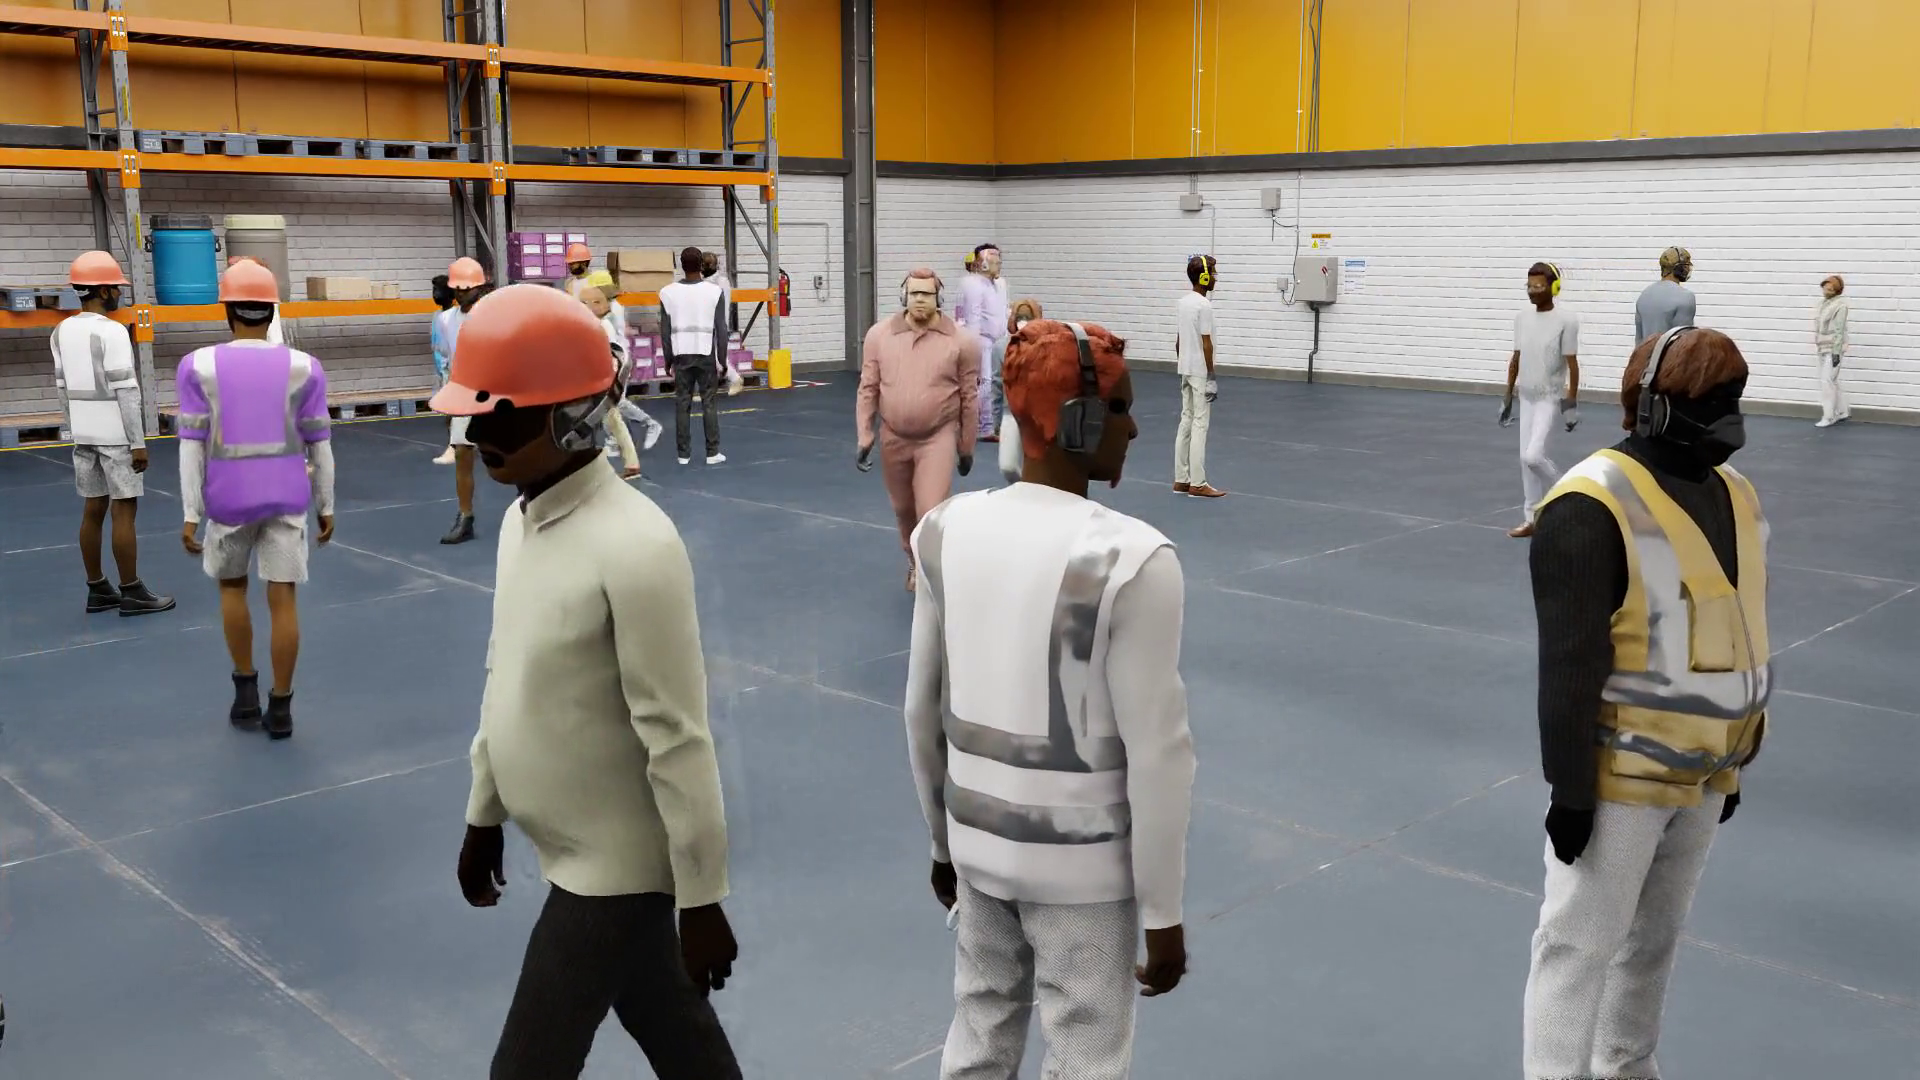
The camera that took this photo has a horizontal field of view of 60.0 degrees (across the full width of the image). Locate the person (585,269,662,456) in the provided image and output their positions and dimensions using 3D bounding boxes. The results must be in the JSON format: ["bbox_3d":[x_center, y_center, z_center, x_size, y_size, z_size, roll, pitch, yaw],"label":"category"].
[{"bbox_3d":[-3.099,-1.608,15.186,0.612,1.717,0.508,-7,13,-34],"label":"person"}]

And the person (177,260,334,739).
[{"bbox_3d":[-2.858,-0.168,6.782,0.586,1.917,0.623,-5,11,-24],"label":"person"}]

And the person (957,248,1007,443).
[{"bbox_3d":[0.227,-1.874,16.157,0.485,1.892,0.669,4,11,19],"label":"person"}]

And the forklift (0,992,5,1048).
[{"bbox_3d":[-3.245,0.323,3.363,2.313,2.155,1.214,2,11,13],"label":"forklift"}]

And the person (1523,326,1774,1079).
[{"bbox_3d":[1.441,0.479,3.476,0.624,1.844,0.430,-7,13,-35],"label":"person"}]

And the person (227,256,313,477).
[{"bbox_3d":[-5.278,-1.208,12.588,0.445,1.869,0.617,0,10,-2],"label":"person"}]

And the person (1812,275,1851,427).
[{"bbox_3d":[9.262,-1.990,17.570,0.559,1.603,0.574,0,10,2],"label":"person"}]

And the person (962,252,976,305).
[{"bbox_3d":[0.187,-3.411,24.894,0.315,1.769,0.523,9,14,40],"label":"person"}]

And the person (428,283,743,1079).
[{"bbox_3d":[-0.742,0.539,2.882,1.037,1.928,0.663,-6,12,-30],"label":"person"}]

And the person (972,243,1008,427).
[{"bbox_3d":[0.307,-2.118,17.373,0.662,1.959,0.647,2,11,11],"label":"person"}]

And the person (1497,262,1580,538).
[{"bbox_3d":[3.831,-0.916,11.071,0.380,1.851,0.521,-5,12,-27],"label":"person"}]

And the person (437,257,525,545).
[{"bbox_3d":[-3.195,-0.958,11.210,0.553,1.893,0.950,3,11,15],"label":"person"}]

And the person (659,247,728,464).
[{"bbox_3d":[-2.350,-1.625,14.734,0.591,1.922,0.392,0,10,1],"label":"person"}]

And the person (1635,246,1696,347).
[{"bbox_3d":[5.462,-1.292,12.871,0.372,1.940,0.631,-3,11,-14],"label":"person"}]

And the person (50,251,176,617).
[{"bbox_3d":[-4.534,-0.558,8.865,0.542,1.939,0.359,5,11,25],"label":"person"}]

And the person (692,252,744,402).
[{"bbox_3d":[-3.008,-2.598,20.294,0.541,1.826,0.633,-8,13,-37],"label":"person"}]

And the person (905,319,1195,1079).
[{"bbox_3d":[0.155,0.564,2.902,0.577,1.881,0.349,10,14,43],"label":"person"}]

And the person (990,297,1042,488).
[{"bbox_3d":[0.453,-0.821,11.165,0.504,1.620,0.430,2,11,12],"label":"person"}]

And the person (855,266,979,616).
[{"bbox_3d":[-0.223,-0.559,9.086,0.641,1.864,0.973,2,11,12],"label":"person"}]

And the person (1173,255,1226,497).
[{"bbox_3d":[1.858,-1.265,12.909,0.329,1.872,0.508,-4,11,-20],"label":"person"}]

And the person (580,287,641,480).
[{"bbox_3d":[-3.013,-1.256,13.591,0.856,1.585,0.524,-6,12,-28],"label":"person"}]

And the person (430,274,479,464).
[{"bbox_3d":[-4.483,-1.526,14.856,0.567,1.685,0.537,-9,14,-41],"label":"person"}]

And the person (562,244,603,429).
[{"bbox_3d":[-3.934,-2.120,17.395,0.549,1.932,0.375,6,12,29],"label":"person"}]
